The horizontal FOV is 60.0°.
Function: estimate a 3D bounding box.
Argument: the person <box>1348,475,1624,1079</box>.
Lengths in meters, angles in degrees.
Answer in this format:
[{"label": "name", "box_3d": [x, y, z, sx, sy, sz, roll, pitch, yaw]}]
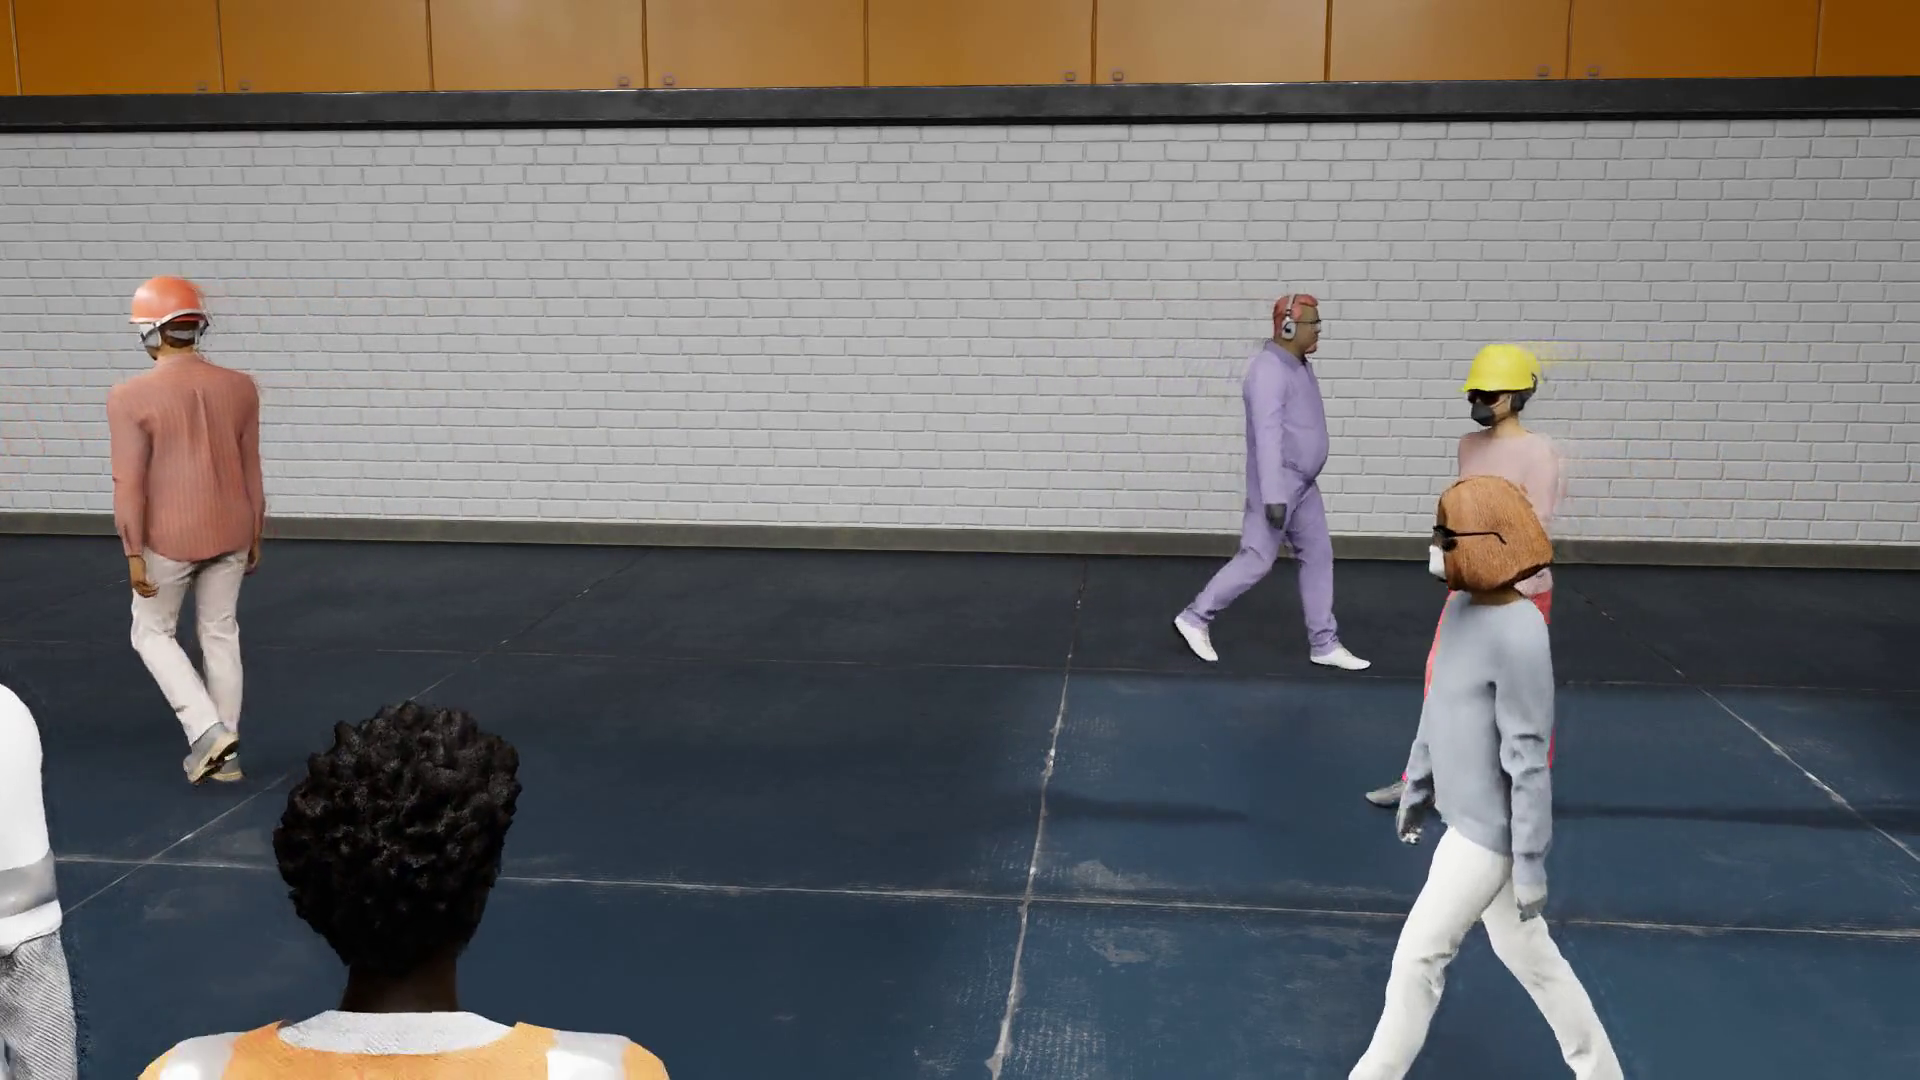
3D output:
[{"label": "person", "box_3d": [1.171, 0.639, 3.756, 0.869, 1.587, 0.519, 1, 10, 4]}]

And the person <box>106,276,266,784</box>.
[{"label": "person", "box_3d": [-2.931, -0.014, 6.388, 0.484, 1.980, 0.616, 7, 12, 36]}]

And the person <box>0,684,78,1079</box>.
[{"label": "person", "box_3d": [-1.446, 0.748, 2.228, 0.548, 1.911, 0.842, -2, 10, -10]}]

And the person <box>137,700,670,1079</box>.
[{"label": "person", "box_3d": [-0.512, 0.969, 1.680, 0.545, 1.643, 0.881, 0, 10, 0]}]

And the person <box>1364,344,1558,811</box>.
[{"label": "person", "box_3d": [1.851, 0.177, 5.980, 0.814, 1.734, 0.548, -4, 11, -22]}]

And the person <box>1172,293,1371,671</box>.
[{"label": "person", "box_3d": [1.550, -0.288, 8.247, 0.929, 1.868, 0.654, 5, 11, 28]}]
